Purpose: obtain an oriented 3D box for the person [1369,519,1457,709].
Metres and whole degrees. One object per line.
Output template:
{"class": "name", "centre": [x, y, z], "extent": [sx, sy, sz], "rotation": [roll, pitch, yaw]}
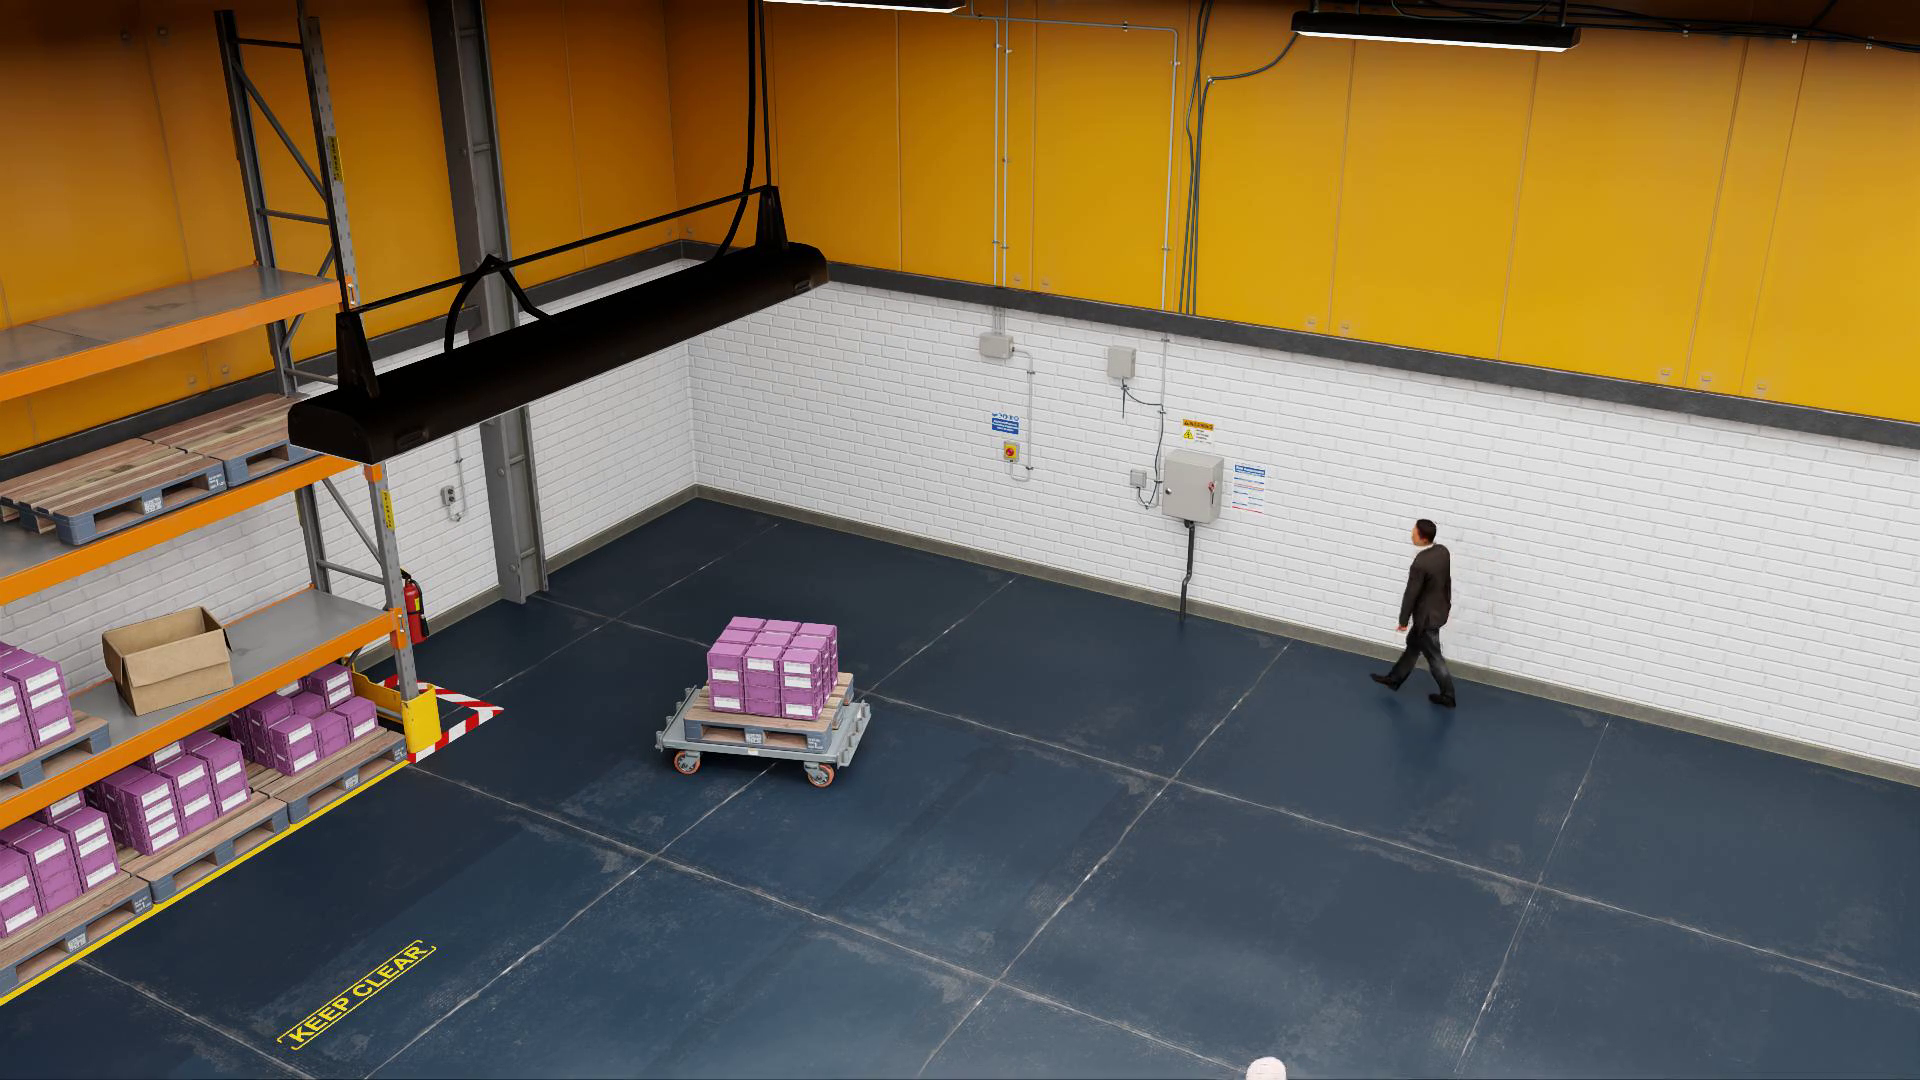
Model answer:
{"class": "person", "centre": [4.205, 0.667, 14.597], "extent": [0.843, 1.756, 1.003], "rotation": [22, 32, 40]}
